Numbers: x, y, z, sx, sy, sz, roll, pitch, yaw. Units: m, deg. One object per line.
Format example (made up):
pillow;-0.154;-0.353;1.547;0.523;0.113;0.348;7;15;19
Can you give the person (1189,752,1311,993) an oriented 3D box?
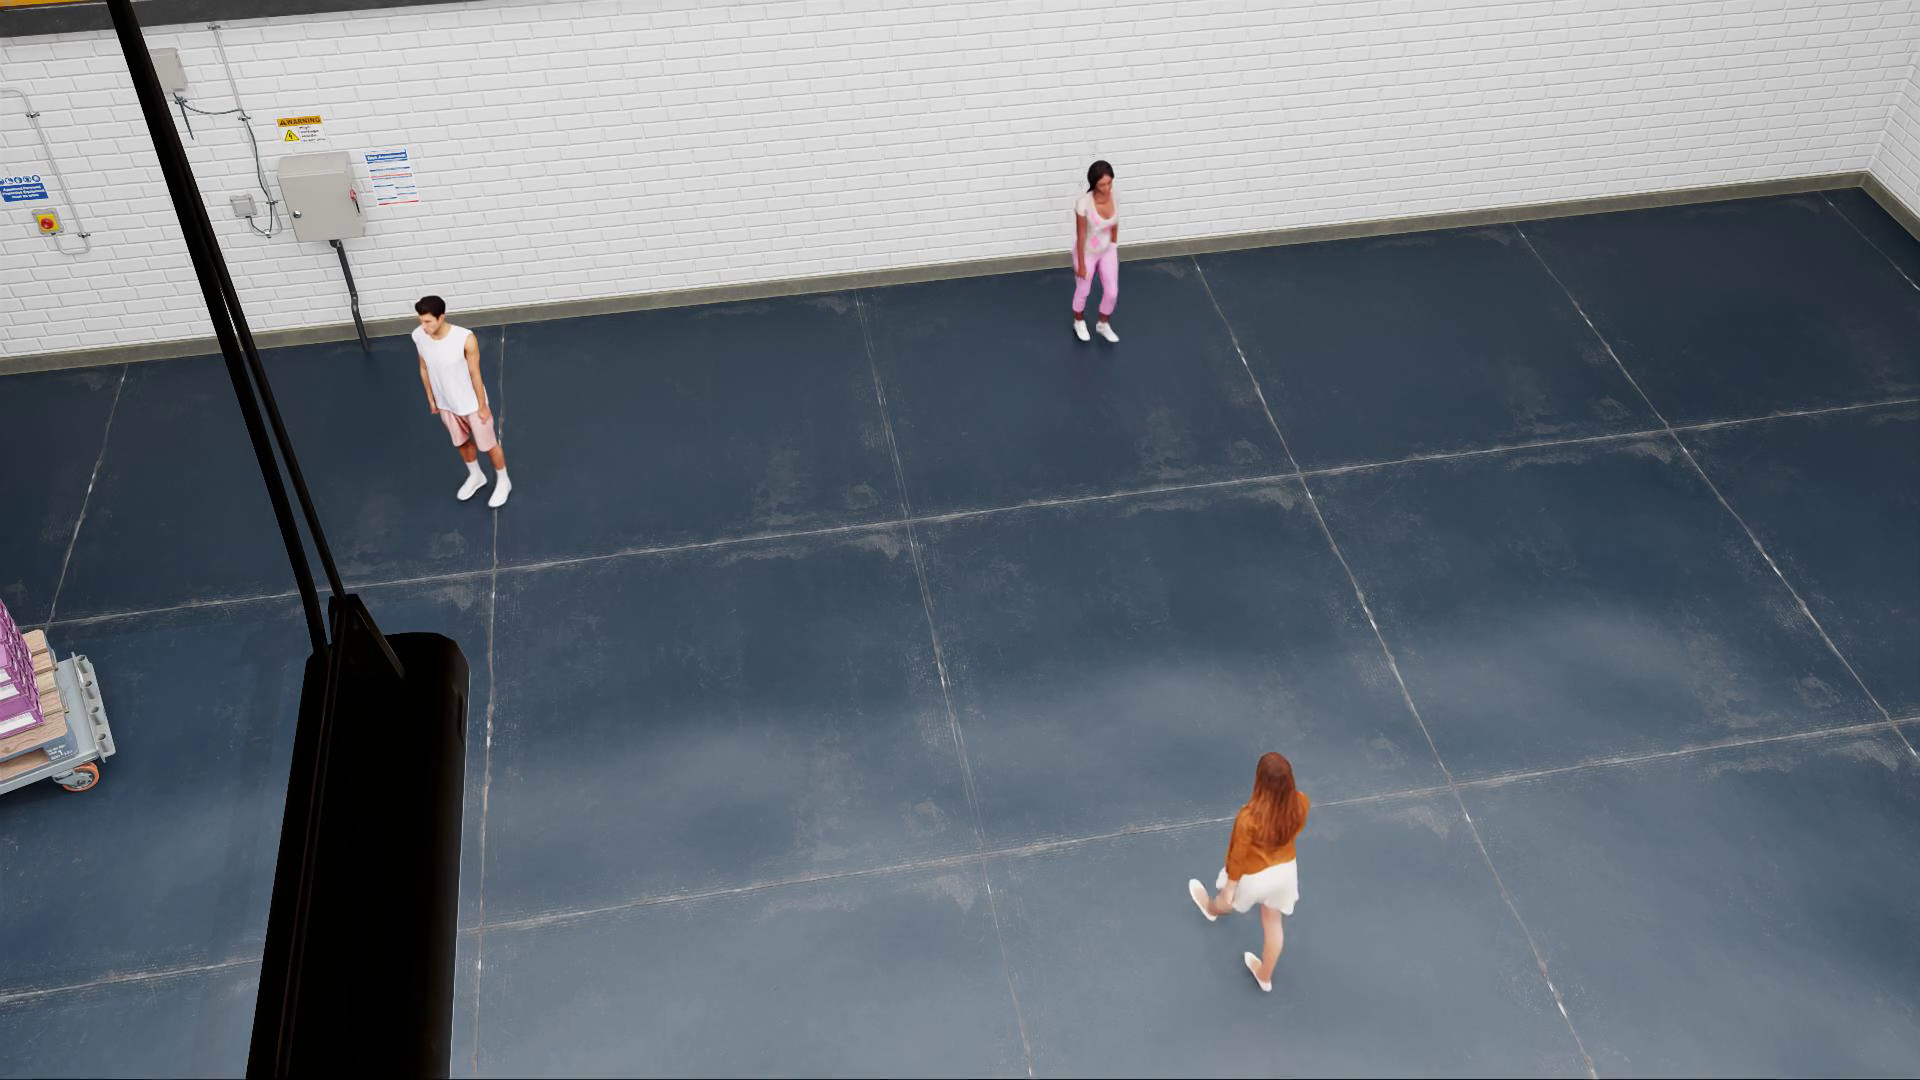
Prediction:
person;1.656;1.833;8.862;0.749;1.690;1.032;-14;45;-14

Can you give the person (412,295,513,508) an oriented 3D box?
person;-3.519;-1.014;11.784;0.727;1.780;0.722;11;45;11

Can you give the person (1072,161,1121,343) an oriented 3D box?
person;1.036;-2.291;13.173;0.696;1.714;0.755;-25;49;-24
